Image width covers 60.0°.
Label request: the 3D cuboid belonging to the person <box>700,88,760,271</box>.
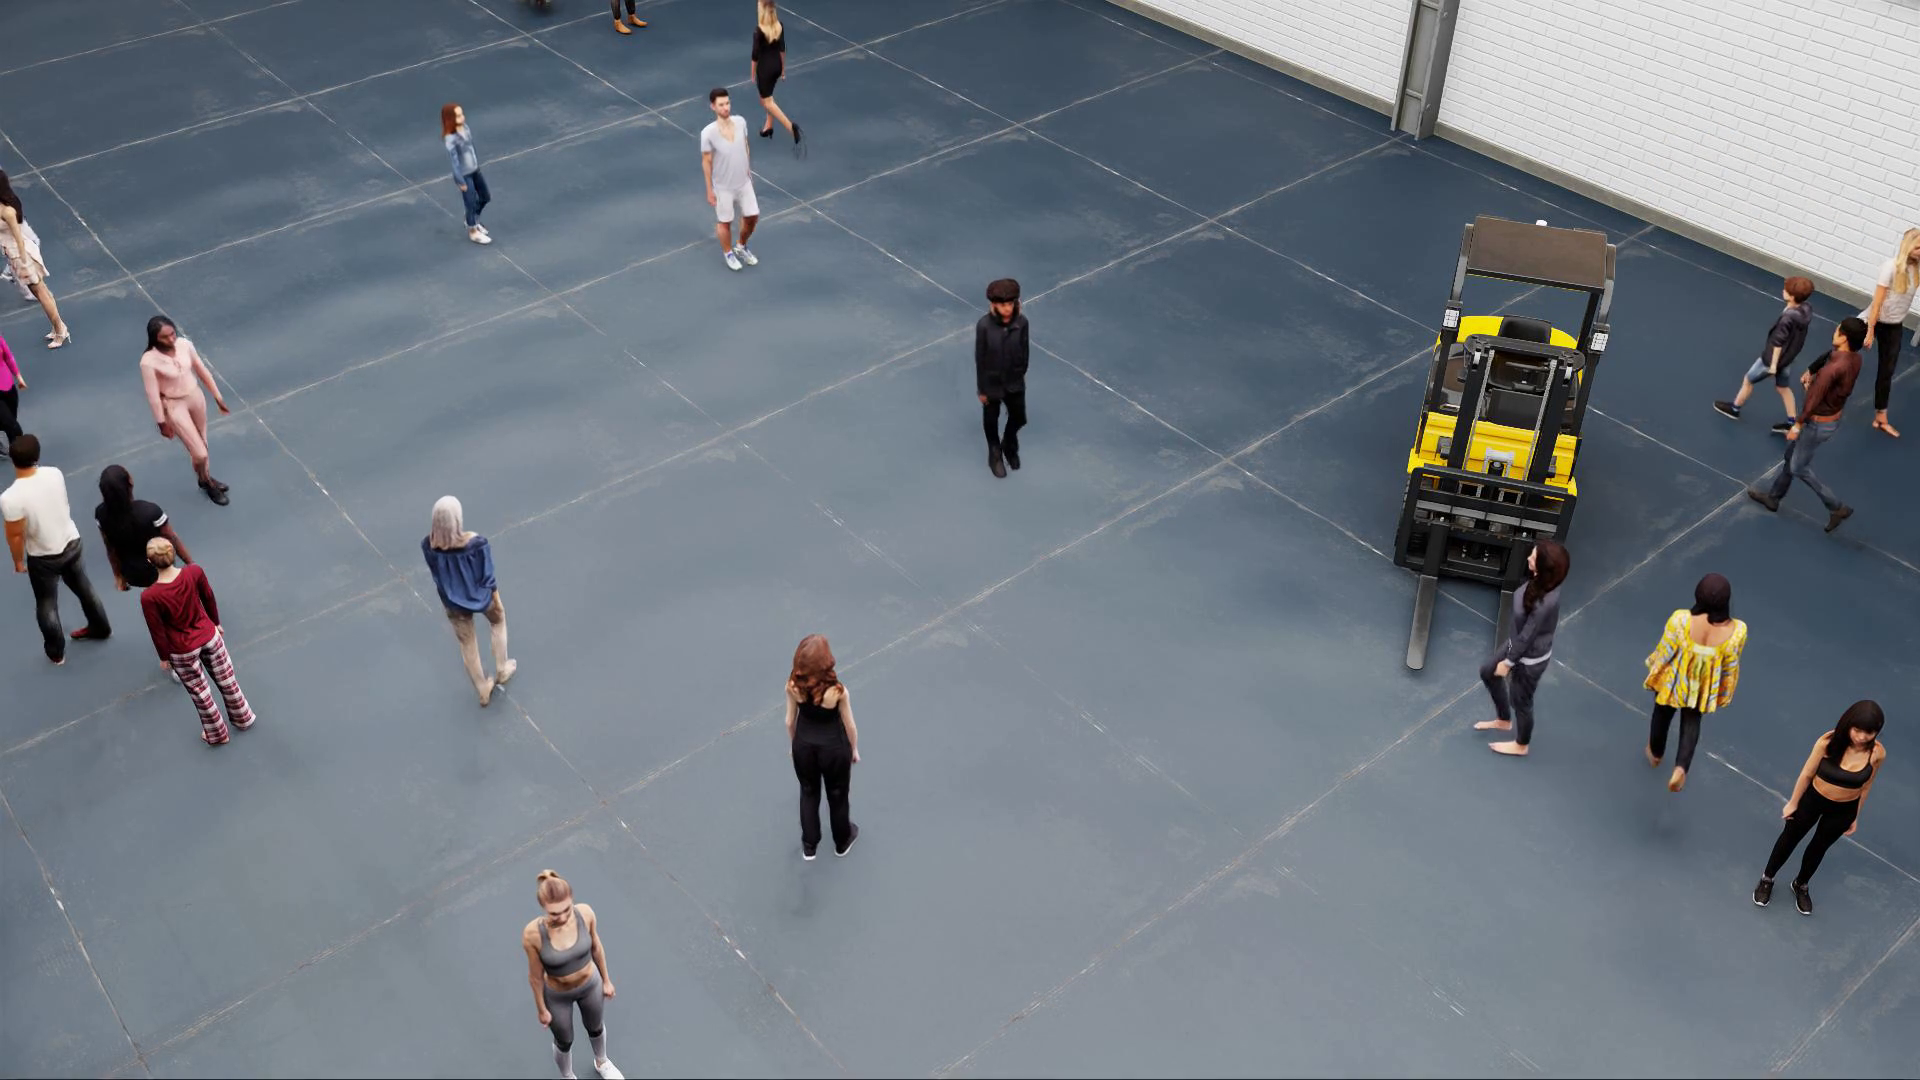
[{"bbox_3d":[-2.255,-3.466,15.911,0.696,1.842,0.643,-27,46,-30],"label":"person"}]

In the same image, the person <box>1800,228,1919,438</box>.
[{"bbox_3d":[7.558,-1.812,13.897,0.803,1.771,1.268,-18,42,-21],"label":"person"}]

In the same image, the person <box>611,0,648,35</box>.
[{"bbox_3d":[-4.227,-7.196,20.687,0.608,1.711,0.659,25,45,28],"label":"person"}]

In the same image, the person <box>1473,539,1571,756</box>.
[{"bbox_3d":[3.754,0.720,10.740,0.809,1.753,0.755,5,39,6],"label":"person"}]

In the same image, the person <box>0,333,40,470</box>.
[{"bbox_3d":[-7.750,-1.218,13.245,1.175,1.667,0.901,16,41,19],"label":"person"}]

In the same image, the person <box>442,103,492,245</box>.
[{"bbox_3d":[-4.926,-3.620,16.404,0.709,1.467,0.675,9,39,11],"label":"person"}]

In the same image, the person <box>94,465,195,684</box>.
[{"bbox_3d":[-5.546,0.272,11.330,0.868,1.718,0.932,2,39,2],"label":"person"}]

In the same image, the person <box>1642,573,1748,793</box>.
[{"bbox_3d":[4.612,0.947,10.552,0.970,1.635,1.004,10,40,13],"label":"person"}]

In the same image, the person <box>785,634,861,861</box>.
[{"bbox_3d":[-0.847,1.270,10.058,0.675,1.746,0.748,6,39,7],"label":"person"}]

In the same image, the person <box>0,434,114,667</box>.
[{"bbox_3d":[-6.240,0.038,11.584,0.876,1.777,0.865,7,39,9],"label":"person"}]

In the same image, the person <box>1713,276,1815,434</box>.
[{"bbox_3d":[6.865,-1.508,13.798,0.575,1.419,0.963,-25,45,-28],"label":"person"}]

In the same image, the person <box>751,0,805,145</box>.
[{"bbox_3d":[-2.019,-5.026,18.014,1.011,1.655,0.701,26,46,29],"label":"person"}]

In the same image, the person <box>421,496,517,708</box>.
[{"bbox_3d":[-3.296,0.464,11.122,0.779,1.687,0.834,-1,39,-1],"label":"person"}]

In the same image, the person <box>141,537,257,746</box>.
[{"bbox_3d":[-5.022,0.648,10.875,0.582,1.698,0.661,25,45,28],"label":"person"}]

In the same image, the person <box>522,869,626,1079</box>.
[{"bbox_3d":[-2.041,2.354,8.731,0.585,1.707,0.552,-22,44,-25],"label":"person"}]

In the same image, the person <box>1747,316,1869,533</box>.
[{"bbox_3d":[6.640,-0.846,12.703,1.036,1.751,0.720,31,48,33],"label":"person"}]

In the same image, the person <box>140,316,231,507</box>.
[{"bbox_3d":[-6.113,-1.030,12.973,0.807,1.701,0.781,13,40,16],"label":"person"}]

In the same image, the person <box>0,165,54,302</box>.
[{"bbox_3d":[-8.970,-3.048,15.360,0.873,1.877,0.806,-4,39,-4],"label":"person"}]

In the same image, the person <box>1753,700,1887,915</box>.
[{"bbox_3d":[5.097,1.550,9.790,0.596,1.643,0.697,10,40,13],"label":"person"}]

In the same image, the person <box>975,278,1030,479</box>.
[{"bbox_3d":[0.300,-1.331,13.300,0.716,1.765,0.728,-9,39,-11],"label":"person"}]

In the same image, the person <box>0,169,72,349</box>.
[{"bbox_3d":[-8.307,-2.506,14.793,0.685,1.736,0.529,-18,42,-21],"label":"person"}]
